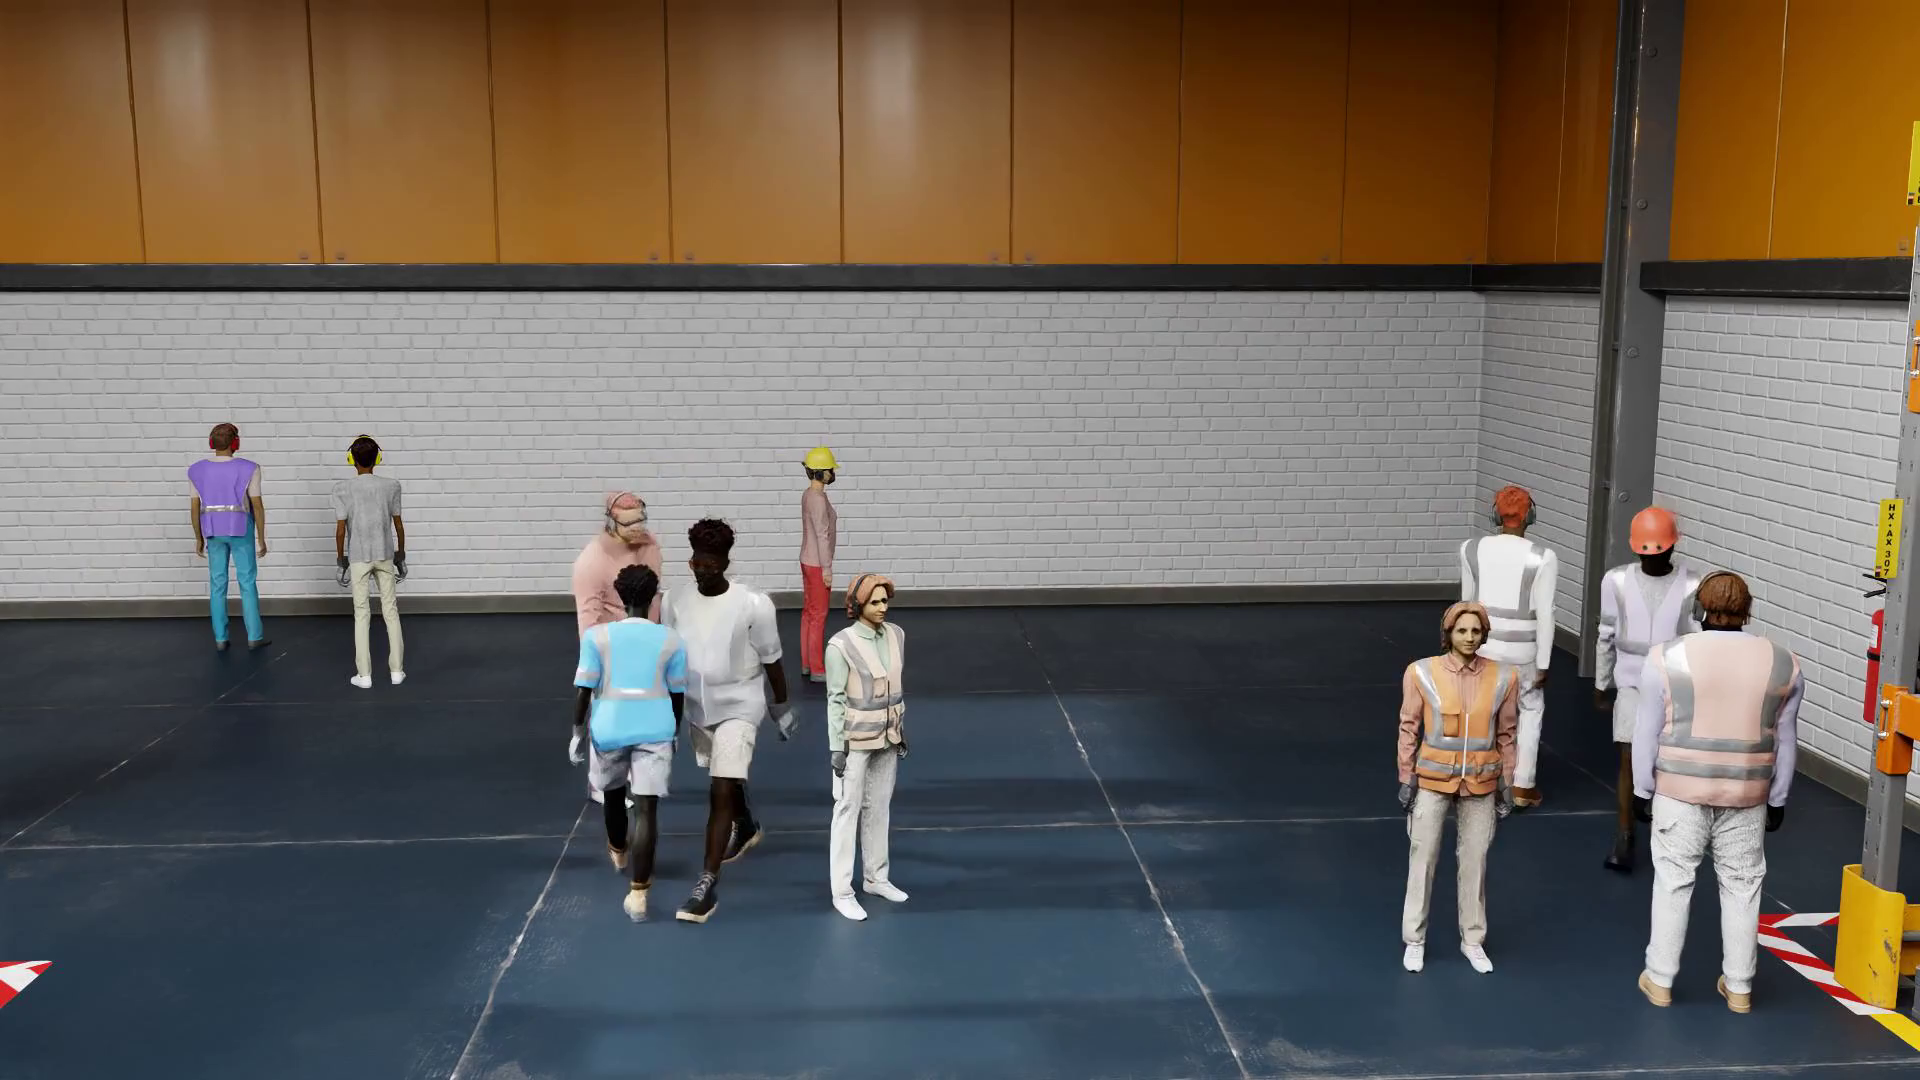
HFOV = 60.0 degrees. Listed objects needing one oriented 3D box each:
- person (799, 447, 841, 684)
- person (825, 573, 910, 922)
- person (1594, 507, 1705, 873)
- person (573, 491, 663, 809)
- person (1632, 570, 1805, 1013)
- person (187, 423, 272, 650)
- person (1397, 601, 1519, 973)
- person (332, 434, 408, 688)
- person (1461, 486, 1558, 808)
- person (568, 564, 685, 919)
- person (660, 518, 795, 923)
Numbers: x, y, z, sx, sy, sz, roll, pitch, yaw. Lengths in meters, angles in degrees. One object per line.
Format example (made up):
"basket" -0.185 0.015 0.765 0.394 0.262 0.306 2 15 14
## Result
"person" -1.041 0.185 12.413 0.313 1.769 0.523 -3 9 -17
"person" -0.438 0.965 7.913 0.309 1.638 0.522 7 11 38
"person" 3.591 0.748 8.573 0.618 1.867 1.027 5 10 29
"person" -1.907 0.629 9.360 0.564 1.856 0.678 6 11 33
"person" 3.099 1.036 6.873 0.630 1.835 0.429 2 9 11
"person" -5.913 -0.018 13.449 0.564 1.842 0.391 -1 9 -6
"person" 2.158 1.072 7.243 0.520 1.641 0.305 0 9 2
"person" -4.344 0.157 12.268 0.512 1.872 0.328 -5 10 -29
"person" 3.115 0.615 9.435 0.569 1.861 0.628 7 11 36
"person" -1.603 0.940 8.085 0.582 1.623 0.889 -1 9 -8
"person" -1.176 0.807 8.158 0.621 1.896 1.132 3 10 21
